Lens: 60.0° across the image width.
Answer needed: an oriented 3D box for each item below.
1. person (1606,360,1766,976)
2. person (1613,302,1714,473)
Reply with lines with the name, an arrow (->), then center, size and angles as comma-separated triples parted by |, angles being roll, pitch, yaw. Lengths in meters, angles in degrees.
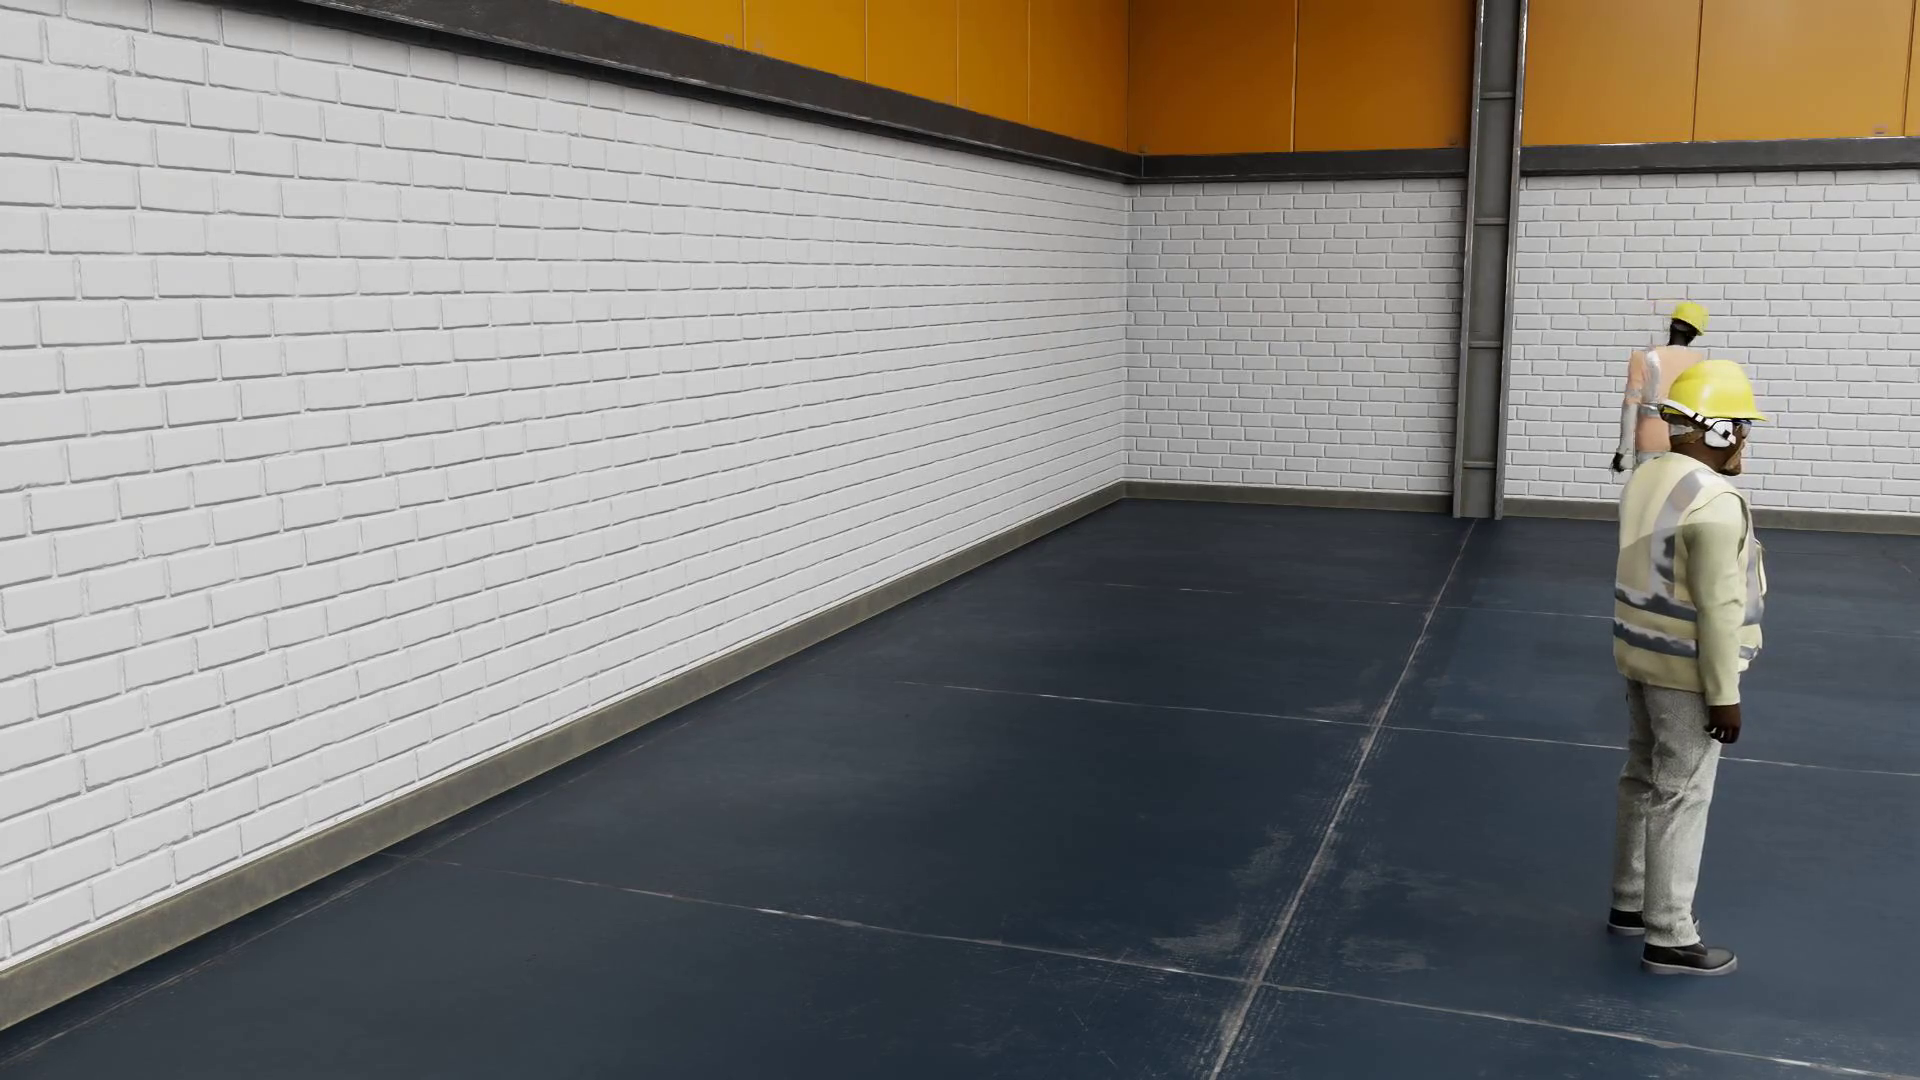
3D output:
person -> 2.175, 0.376, 4.995 | 0.403, 1.825, 0.596 | 0, 9, 1
person -> 4.700, -0.610, 11.032 | 0.636, 1.887, 0.386 | -1, 9, -3
